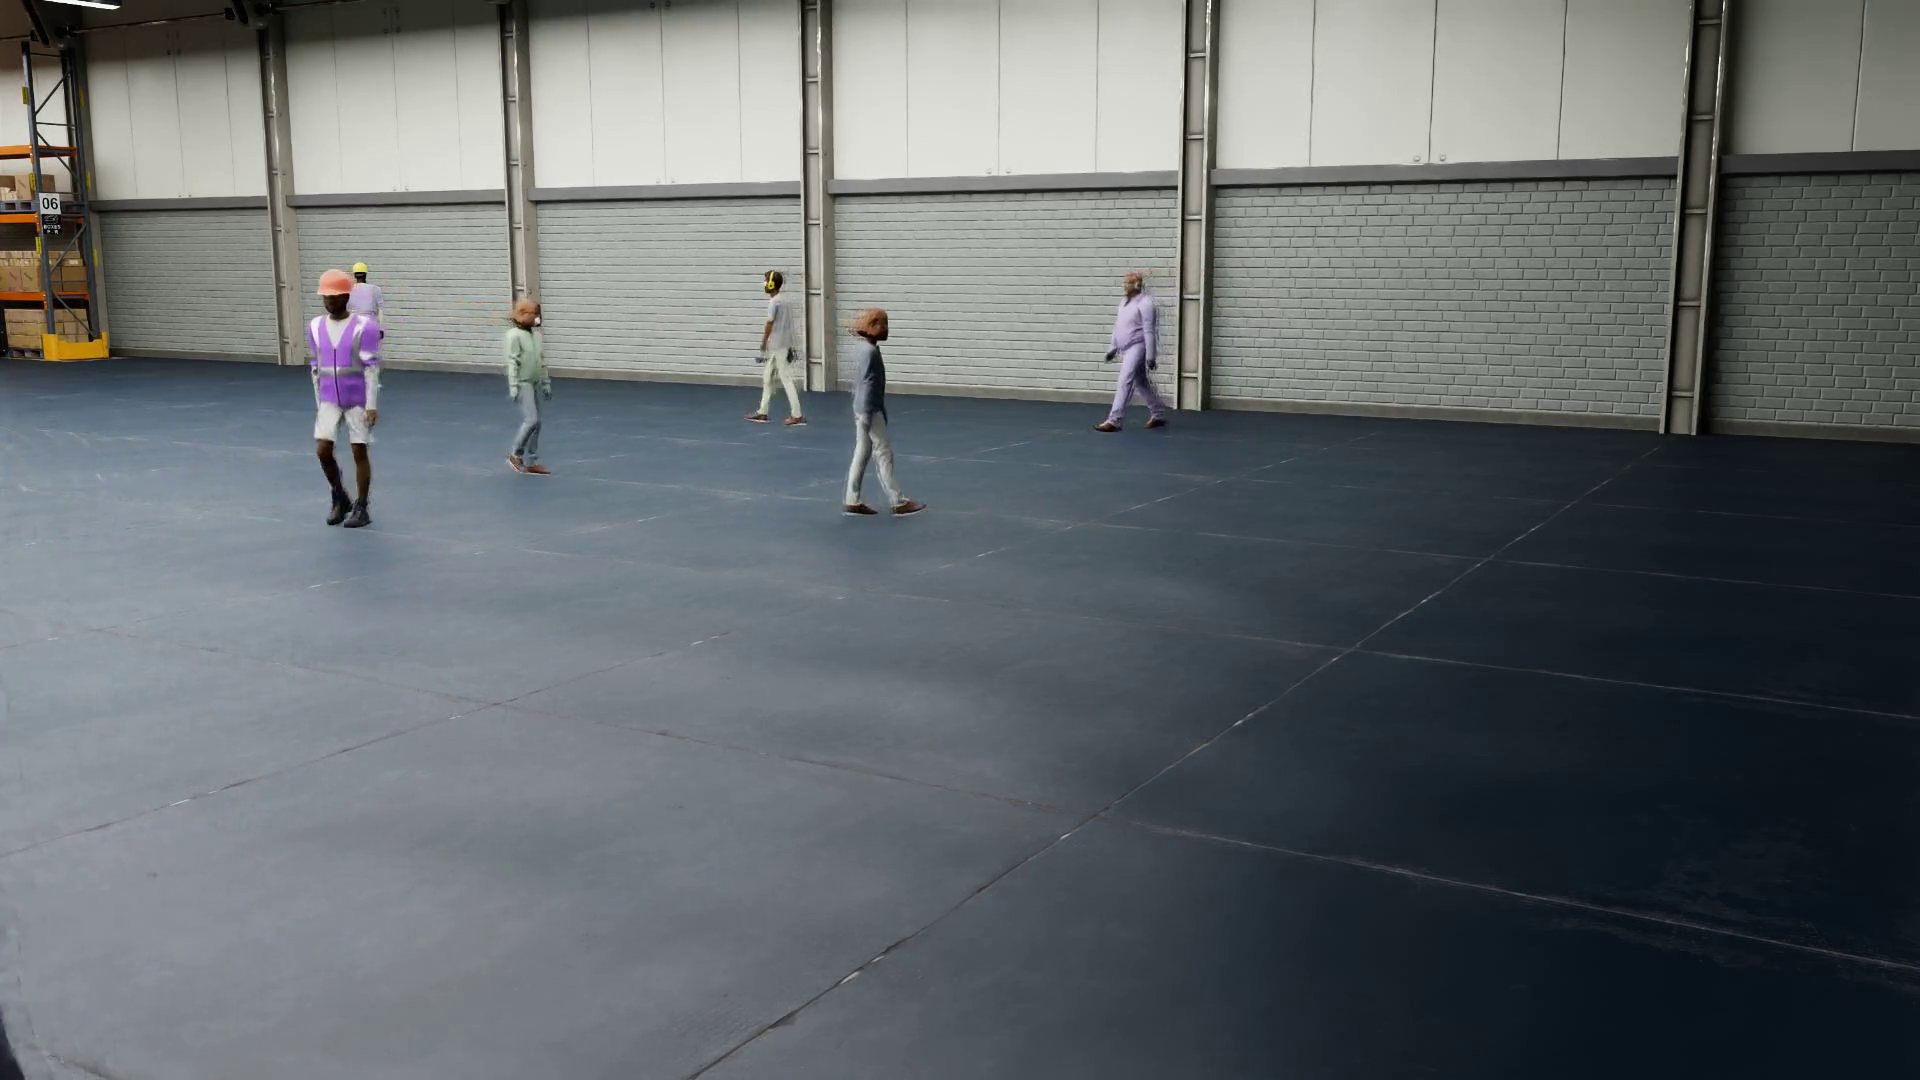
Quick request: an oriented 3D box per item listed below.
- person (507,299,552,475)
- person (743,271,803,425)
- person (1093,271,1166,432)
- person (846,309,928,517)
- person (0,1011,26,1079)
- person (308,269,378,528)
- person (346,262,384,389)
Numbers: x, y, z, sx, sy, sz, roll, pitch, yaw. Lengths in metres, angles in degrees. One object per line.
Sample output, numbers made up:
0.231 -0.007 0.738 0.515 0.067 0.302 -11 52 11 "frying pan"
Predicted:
-3.944 -1.396 15.300 0.328 1.620 0.531 3 10 17 "person"
-2.279 -2.286 19.914 0.887 1.842 0.506 1 10 5 "person"
2.015 -2.188 19.316 1.011 1.858 0.644 -3 10 -19 "person"
-0.581 -0.979 12.895 0.671 1.607 0.527 -1 10 -6 "person"
-1.805 0.716 2.672 0.882 1.726 0.538 -6 12 -33 "person"
-4.563 -1.035 12.340 0.542 1.921 0.432 0 10 3 "person"
-9.065 -3.245 25.279 0.591 1.923 0.381 -5 11 -27 "person"
